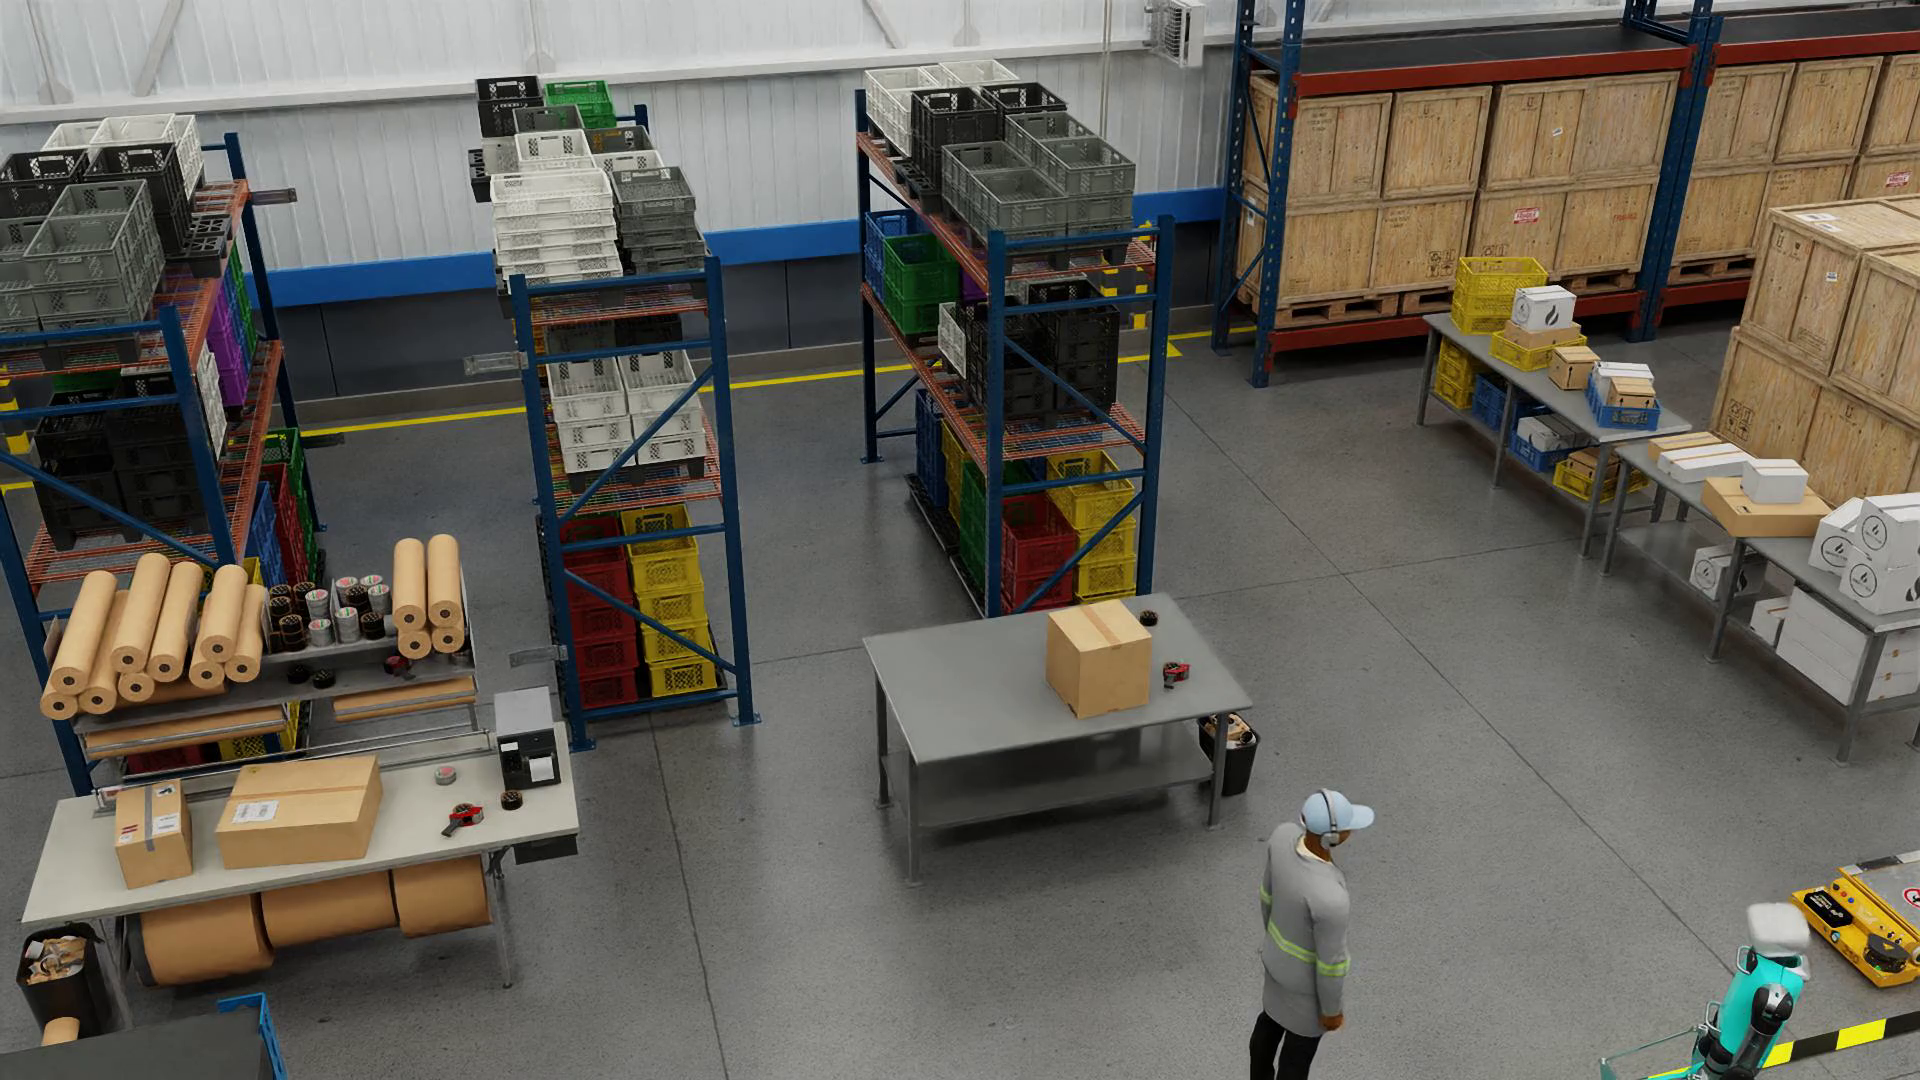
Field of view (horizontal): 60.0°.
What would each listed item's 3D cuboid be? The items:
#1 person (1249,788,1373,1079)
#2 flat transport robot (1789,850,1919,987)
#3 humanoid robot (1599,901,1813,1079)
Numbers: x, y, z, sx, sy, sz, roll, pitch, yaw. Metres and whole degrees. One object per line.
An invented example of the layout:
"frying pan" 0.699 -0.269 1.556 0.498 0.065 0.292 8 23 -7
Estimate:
"person" 1.498 1.835 7.178 0.392 1.853 0.587 -8 30 -14
"flat transport robot" 5.163 1.916 8.676 1.431 0.231 0.659 -8 30 -14
"humanoid robot" 2.859 2.098 6.676 0.735 1.681 0.533 13 31 22
